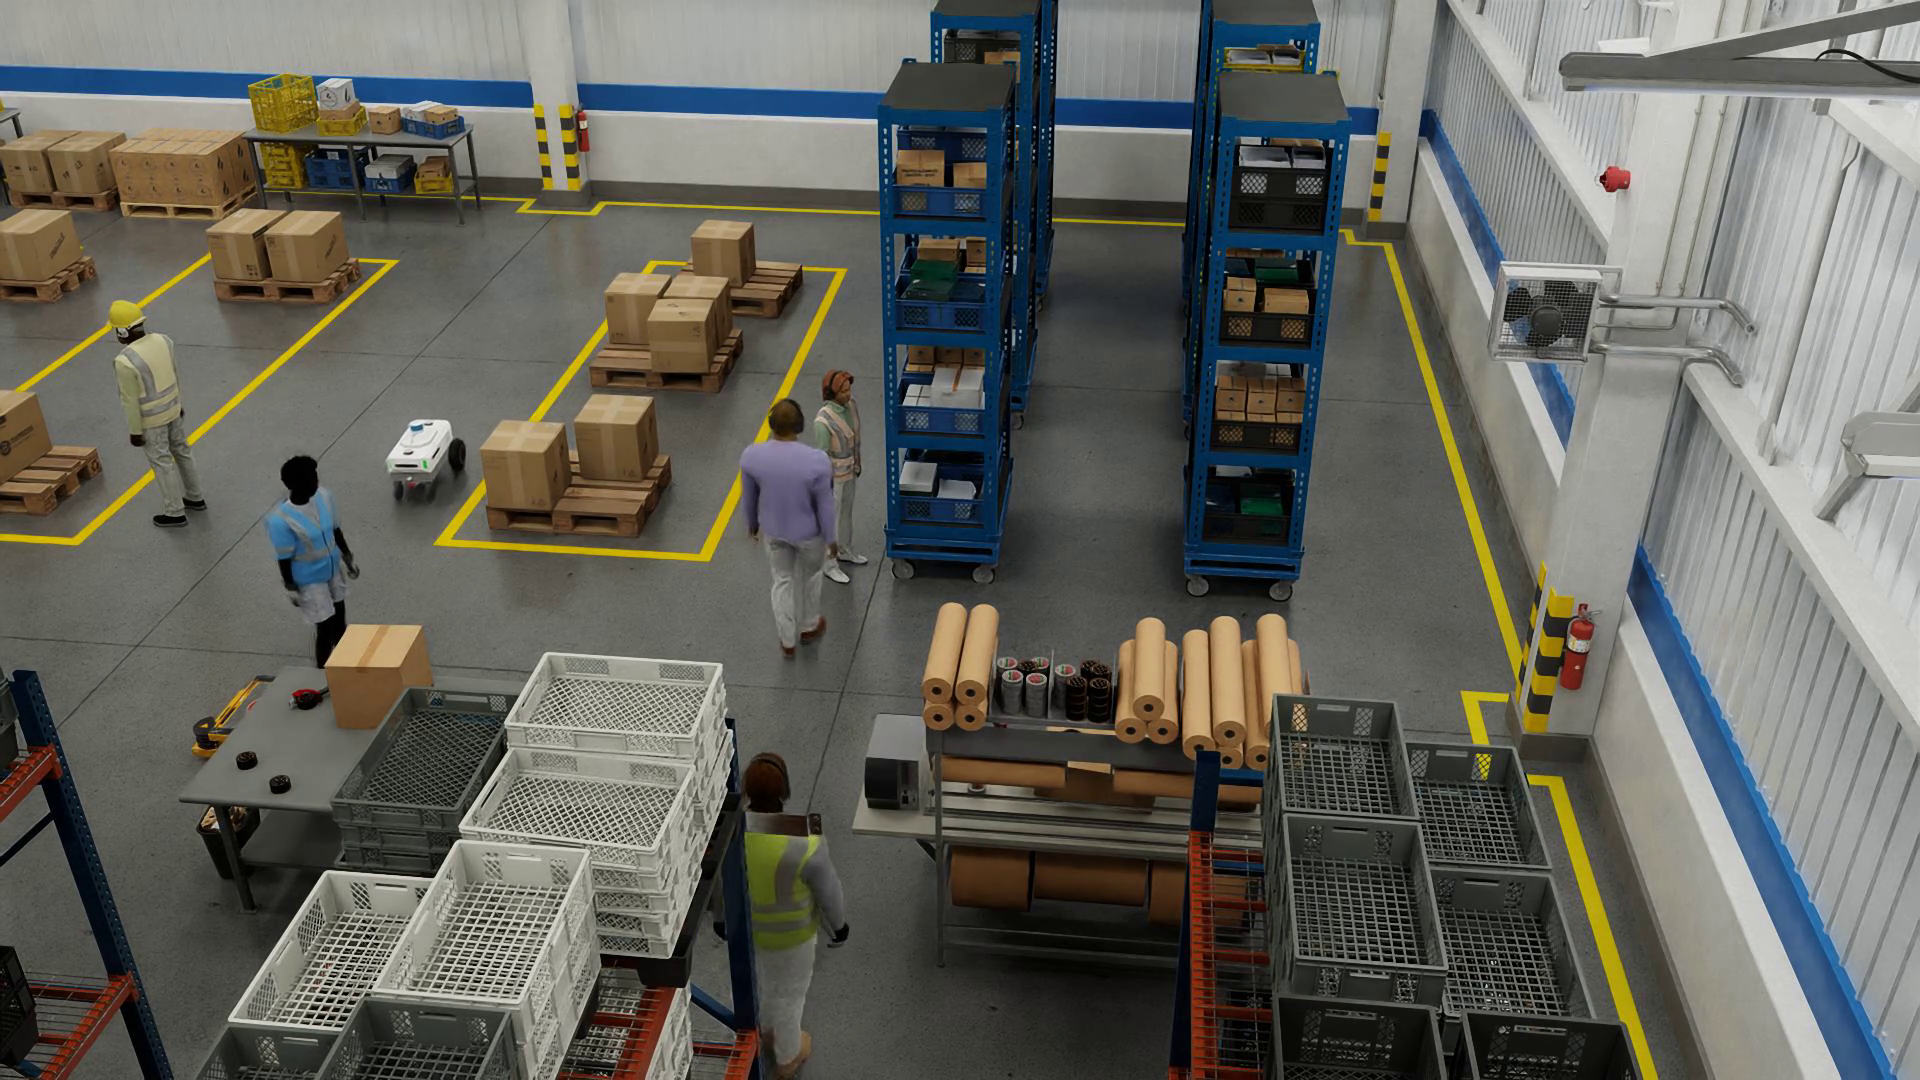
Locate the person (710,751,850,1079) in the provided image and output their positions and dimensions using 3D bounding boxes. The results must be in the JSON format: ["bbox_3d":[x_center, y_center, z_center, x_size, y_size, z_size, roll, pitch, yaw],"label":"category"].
[{"bbox_3d":[-0.877,1.808,8.011,0.650,1.820,0.480,13,33,21],"label":"person"}]

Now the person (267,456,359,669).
[{"bbox_3d":[-4.183,0.229,10.852,0.404,1.680,0.567,8,31,13],"label":"person"}]

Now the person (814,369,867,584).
[{"bbox_3d":[-0.876,-0.486,12.128,0.307,1.639,0.525,12,32,20],"label":"person"}]

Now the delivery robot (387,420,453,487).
[{"bbox_3d":[-4.393,-0.737,13.542,0.477,0.478,0.707,1,30,2],"label":"delivery robot"}]

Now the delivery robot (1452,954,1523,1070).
[{"bbox_3d":[2.697,2.312,8.304,0.477,0.478,0.707,2,30,4],"label":"delivery robot"}]

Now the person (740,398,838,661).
[{"bbox_3d":[-1.119,-0.100,11.187,0.664,1.920,0.531,6,31,11],"label":"person"}]

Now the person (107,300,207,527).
[{"bbox_3d":[-6.200,-0.980,12.799,0.403,1.825,0.591,6,31,9],"label":"person"}]

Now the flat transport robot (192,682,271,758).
[{"bbox_3d":[-4.089,1.163,10.648,1.431,0.197,0.652,3,30,6],"label":"flat transport robot"}]
